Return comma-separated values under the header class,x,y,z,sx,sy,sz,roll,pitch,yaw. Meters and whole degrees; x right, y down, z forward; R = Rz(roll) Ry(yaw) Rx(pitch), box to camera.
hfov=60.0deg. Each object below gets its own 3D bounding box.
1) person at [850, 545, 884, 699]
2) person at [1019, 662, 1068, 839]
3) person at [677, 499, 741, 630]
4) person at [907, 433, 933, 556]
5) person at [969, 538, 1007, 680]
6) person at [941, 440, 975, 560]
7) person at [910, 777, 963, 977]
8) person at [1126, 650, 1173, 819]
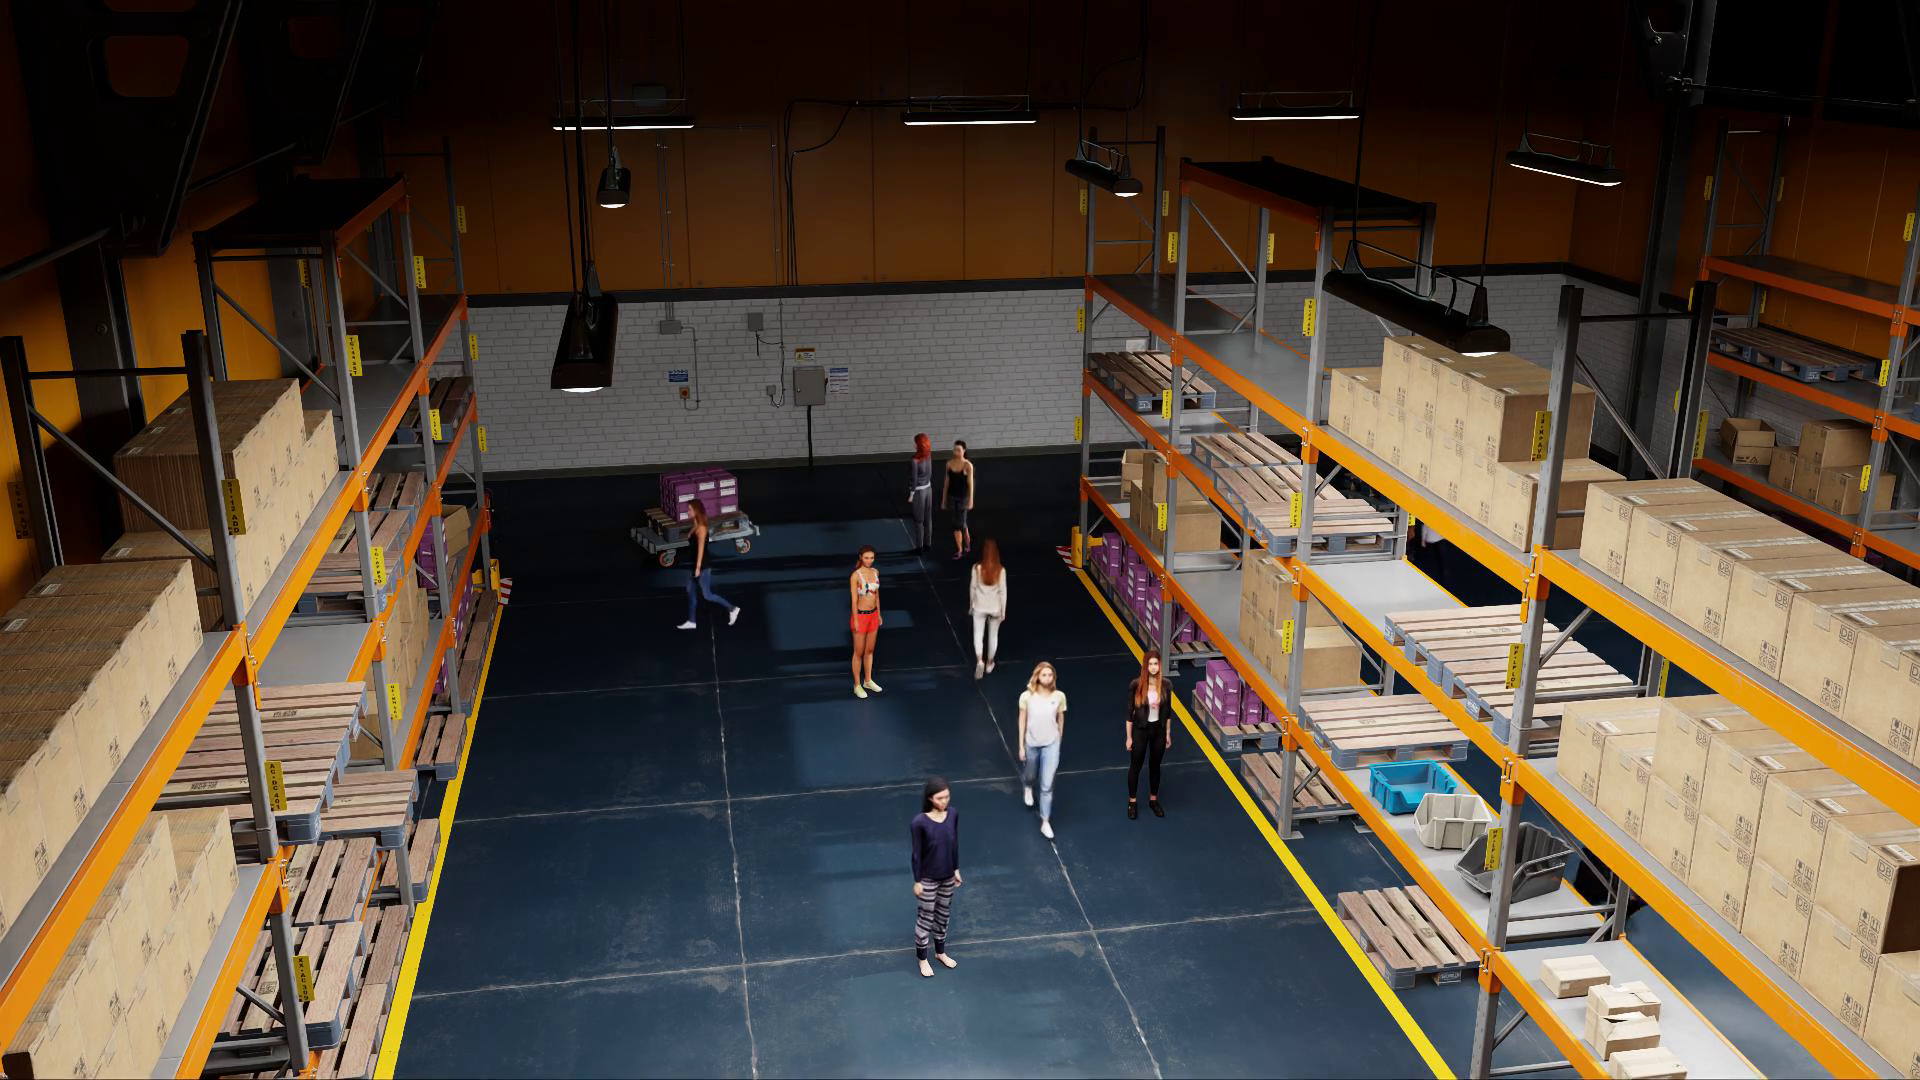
class,x,y,z,sx,sy,sz,roll,pitch,yaw
person,-1.087,0.897,18.967,0.669,1.789,0.701,-17,25,-41
person,0.747,1.952,15.991,0.654,1.690,1.119,-2,19,-6
person,-3.166,0.318,20.826,0.821,1.700,1.018,-9,20,-24
person,-0.557,-0.666,23.628,0.709,1.778,0.643,12,22,31
person,0.308,0.826,19.316,0.740,1.701,1.002,1,19,4
person,0.018,-0.588,23.486,0.685,1.720,0.735,10,21,28
person,-0.206,2.723,13.632,0.675,1.734,0.653,-12,22,-31
person,1.835,1.869,16.203,0.601,1.713,0.518,-2,19,-7
